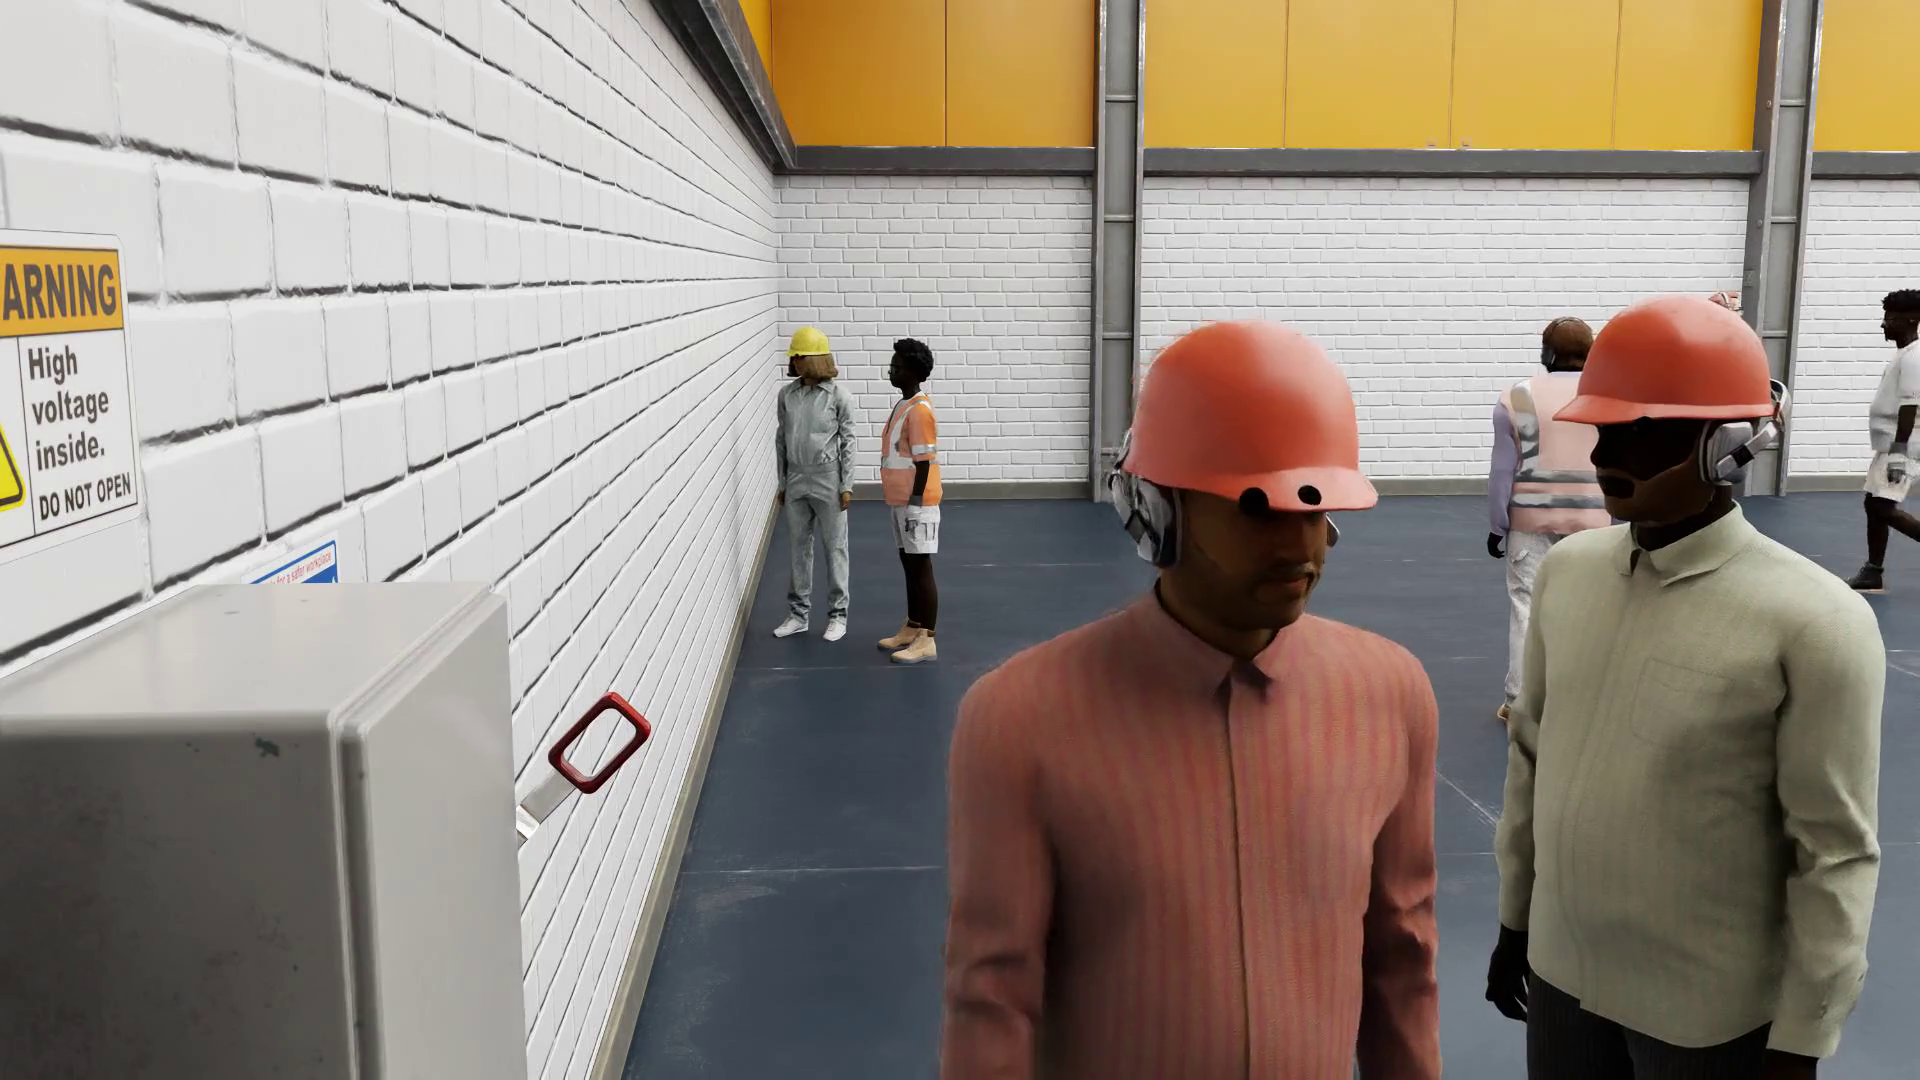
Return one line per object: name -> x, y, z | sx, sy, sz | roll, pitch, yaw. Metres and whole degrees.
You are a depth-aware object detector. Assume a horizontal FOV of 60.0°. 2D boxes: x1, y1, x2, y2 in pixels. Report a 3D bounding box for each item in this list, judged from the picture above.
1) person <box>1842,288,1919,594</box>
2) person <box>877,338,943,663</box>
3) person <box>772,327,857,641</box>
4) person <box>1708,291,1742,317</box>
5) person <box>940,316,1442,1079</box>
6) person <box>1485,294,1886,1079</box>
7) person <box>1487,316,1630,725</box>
person -> 5.895, -0.590, 10.353 | 0.639, 1.946, 0.634 | 3, 10, 20
person -> -0.262, -0.209, 8.742 | 0.318, 1.700, 0.534 | -2, 9, -14
person -> -0.811, -0.306, 9.220 | 0.487, 1.740, 0.313 | 4, 10, 24
person -> 5.359, -0.797, 11.766 | 0.410, 1.913, 0.651 | 3, 9, 18
person -> 0.268, 0.734, 1.934 | 0.644, 1.979, 0.575 | -3, 9, -15
person -> 1.023, 0.639, 2.487 | 0.382, 1.993, 0.622 | -4, 10, -24
person -> 2.653, -0.062, 7.370 | 0.633, 1.842, 0.429 | 2, 9, 10
